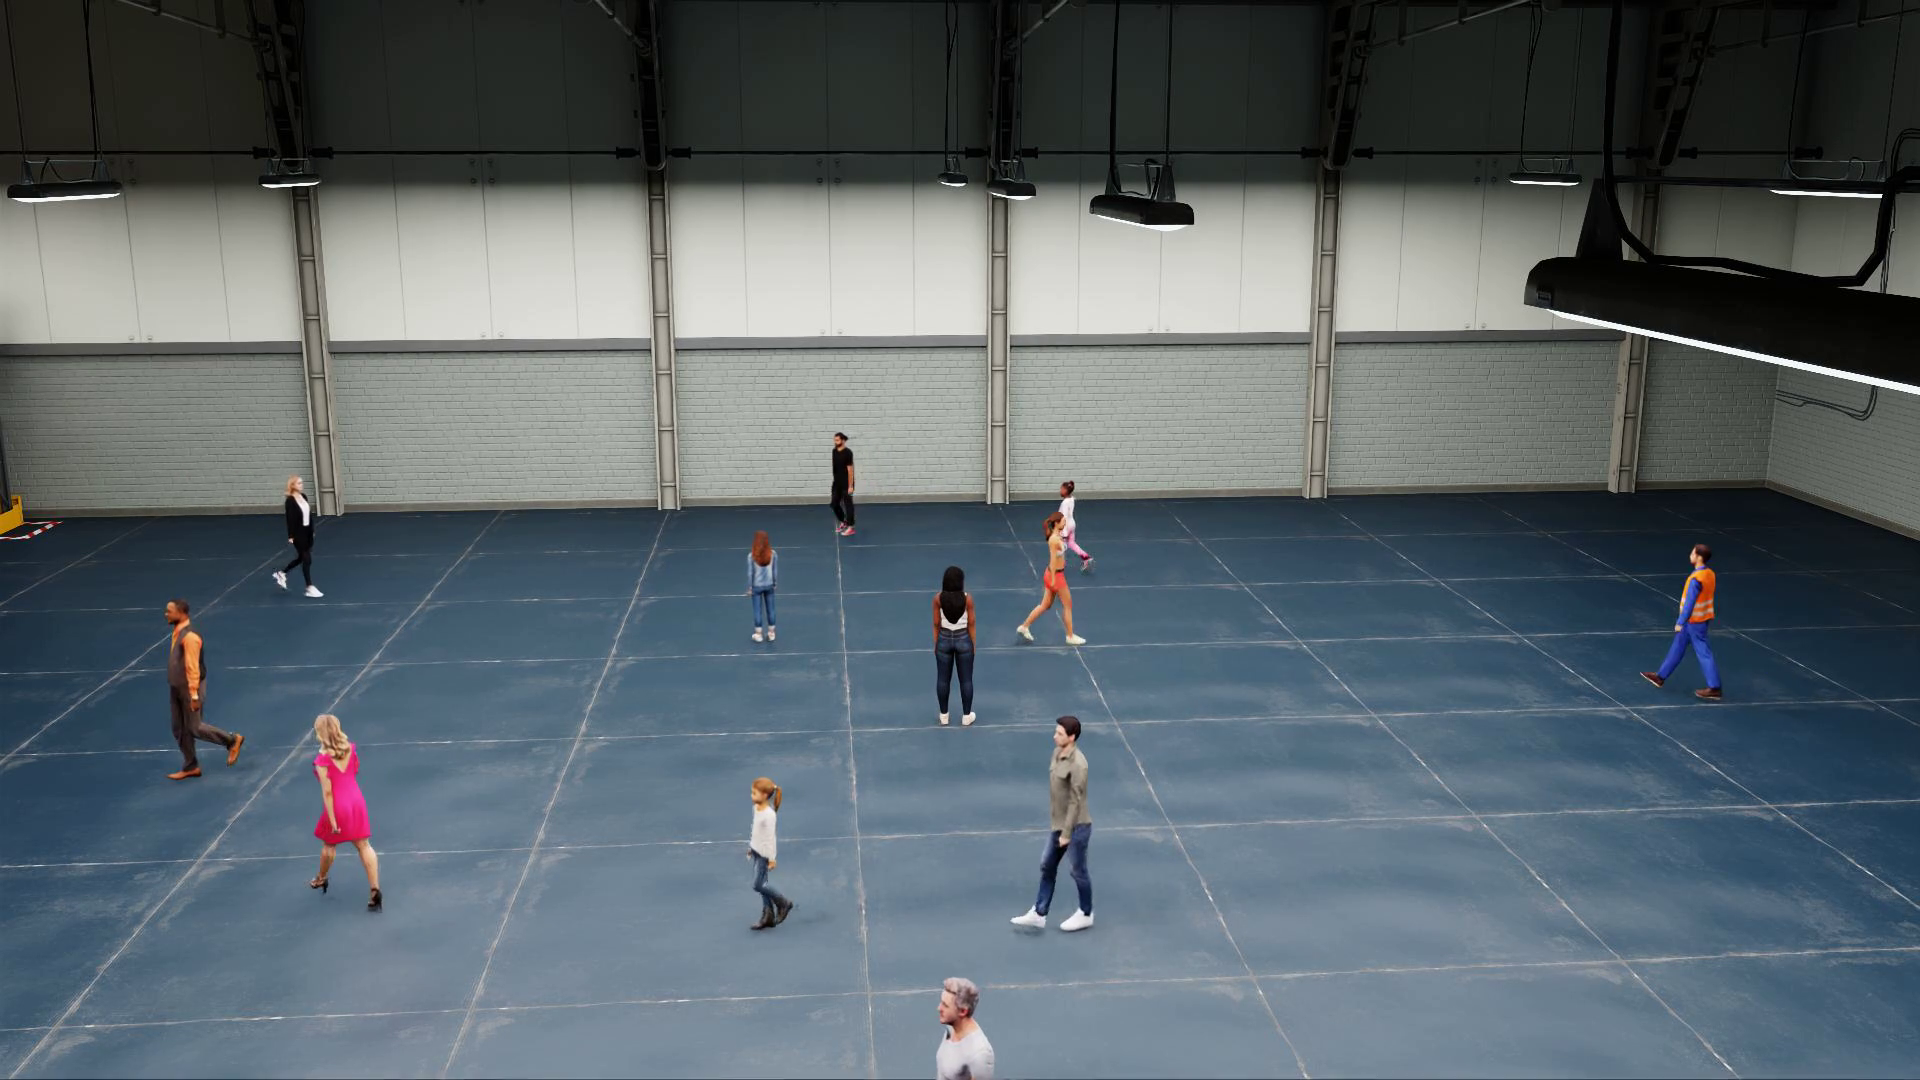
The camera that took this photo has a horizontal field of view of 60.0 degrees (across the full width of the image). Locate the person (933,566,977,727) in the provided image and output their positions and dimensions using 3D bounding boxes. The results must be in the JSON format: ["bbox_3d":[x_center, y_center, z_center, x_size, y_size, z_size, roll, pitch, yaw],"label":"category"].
[{"bbox_3d":[-0.058,1.179,18.652,0.627,1.808,0.760,2,13,10],"label":"person"}]

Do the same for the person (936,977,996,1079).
[{"bbox_3d":[0.134,3.332,9.427,1.202,1.776,0.815,-3,13,-12],"label":"person"}]

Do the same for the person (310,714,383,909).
[{"bbox_3d":[-5.128,2.315,14.028,1.114,1.681,1.011,10,16,36],"label":"person"}]

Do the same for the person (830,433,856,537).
[{"bbox_3d":[-1.889,-0.954,28.009,0.758,1.744,0.819,10,16,37],"label":"person"}]

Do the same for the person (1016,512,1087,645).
[{"bbox_3d":[1.145,0.518,21.630,1.160,1.752,0.685,0,13,1],"label":"person"}]

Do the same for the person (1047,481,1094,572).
[{"bbox_3d":[1.706,-0.197,25.437,1.024,1.428,0.822,5,14,21],"label":"person"}]

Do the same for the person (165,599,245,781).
[{"bbox_3d":[-7.784,1.519,17.000,1.134,1.892,1.021,-11,17,-39],"label":"person"}]

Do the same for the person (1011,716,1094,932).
[{"bbox_3d":[0.980,2.323,13.629,1.031,1.847,0.889,-6,14,-24],"label":"person"}]

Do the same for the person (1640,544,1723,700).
[{"bbox_3d":[8.696,0.993,19.446,1.282,1.813,1.187,9,16,34],"label":"person"}]

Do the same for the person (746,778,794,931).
[{"bbox_3d":[-1.561,2.580,13.711,0.663,1.308,0.570,-6,14,-25],"label":"person"}]

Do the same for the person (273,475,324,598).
[{"bbox_3d":[-9.617,-0.055,24.047,1.120,1.779,0.794,2,13,10],"label":"person"}]

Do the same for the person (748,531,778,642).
[{"bbox_3d":[-2.595,0.600,21.890,0.528,1.476,0.667,-5,14,-22],"label":"person"}]
